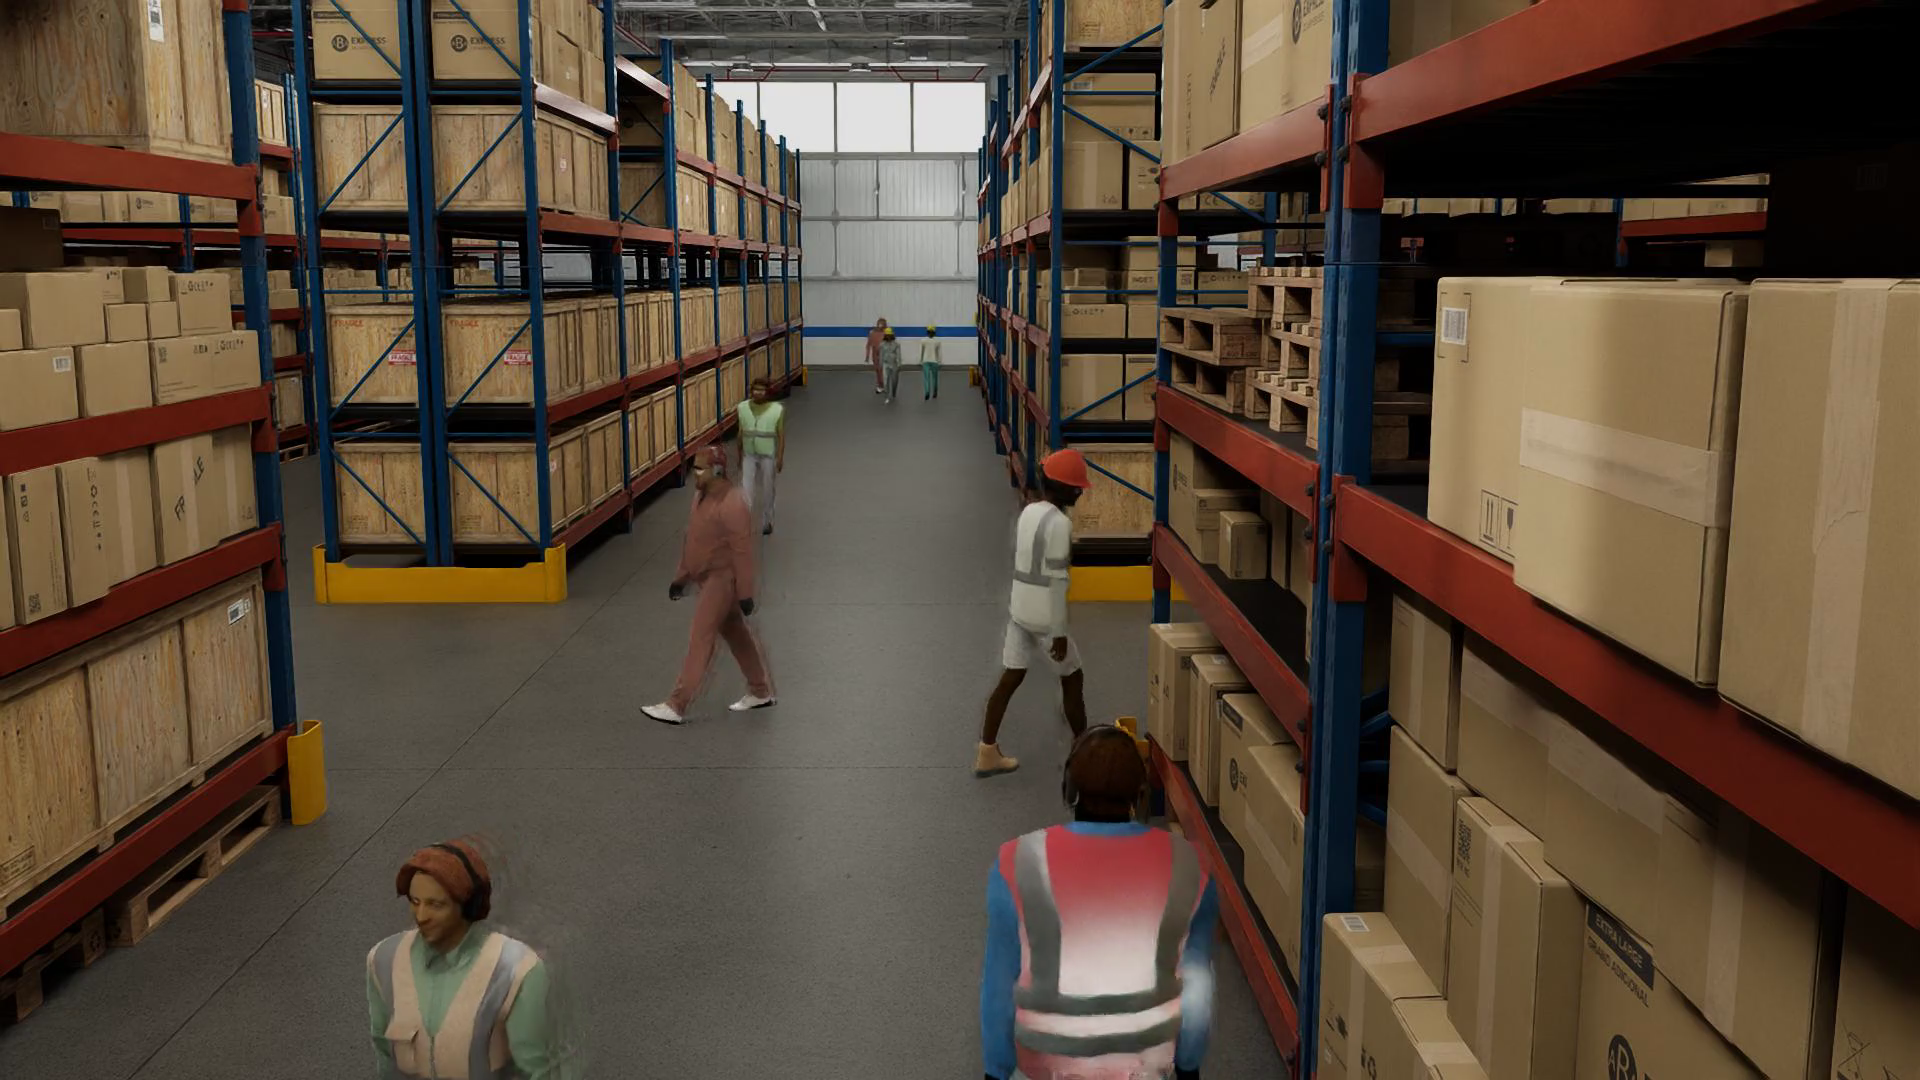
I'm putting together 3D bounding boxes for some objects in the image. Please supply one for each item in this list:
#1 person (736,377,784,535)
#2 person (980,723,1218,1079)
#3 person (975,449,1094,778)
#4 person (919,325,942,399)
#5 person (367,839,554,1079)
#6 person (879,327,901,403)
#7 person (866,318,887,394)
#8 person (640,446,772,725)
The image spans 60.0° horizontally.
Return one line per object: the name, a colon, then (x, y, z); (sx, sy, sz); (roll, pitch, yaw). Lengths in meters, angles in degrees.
person: (-2.279, -0.920, 18.755); (0.581, 1.804, 0.889); (1, 9, 9)
person: (0.375, 1.399, 4.499); (0.643, 1.823, 0.491); (-1, 9, -6)
person: (0.557, 0.445, 9.889); (0.998, 1.973, 0.702); (-3, 10, -20)
person: (-0.684, -4.153, 38.849); (0.525, 1.725, 0.890); (0, 9, -1)
person: (-1.269, 1.533, 4.348); (0.520, 1.605, 0.838); (2, 9, 10)
person: (-1.590, -3.976, 37.771); (0.490, 1.720, 0.655); (0, 9, -3)
person: (-1.943, -4.495, 40.612); (0.652, 1.845, 1.030); (3, 10, 17)
person: (-1.699, 0.296, 11.189); (1.003, 1.854, 0.646); (-4, 10, -25)
